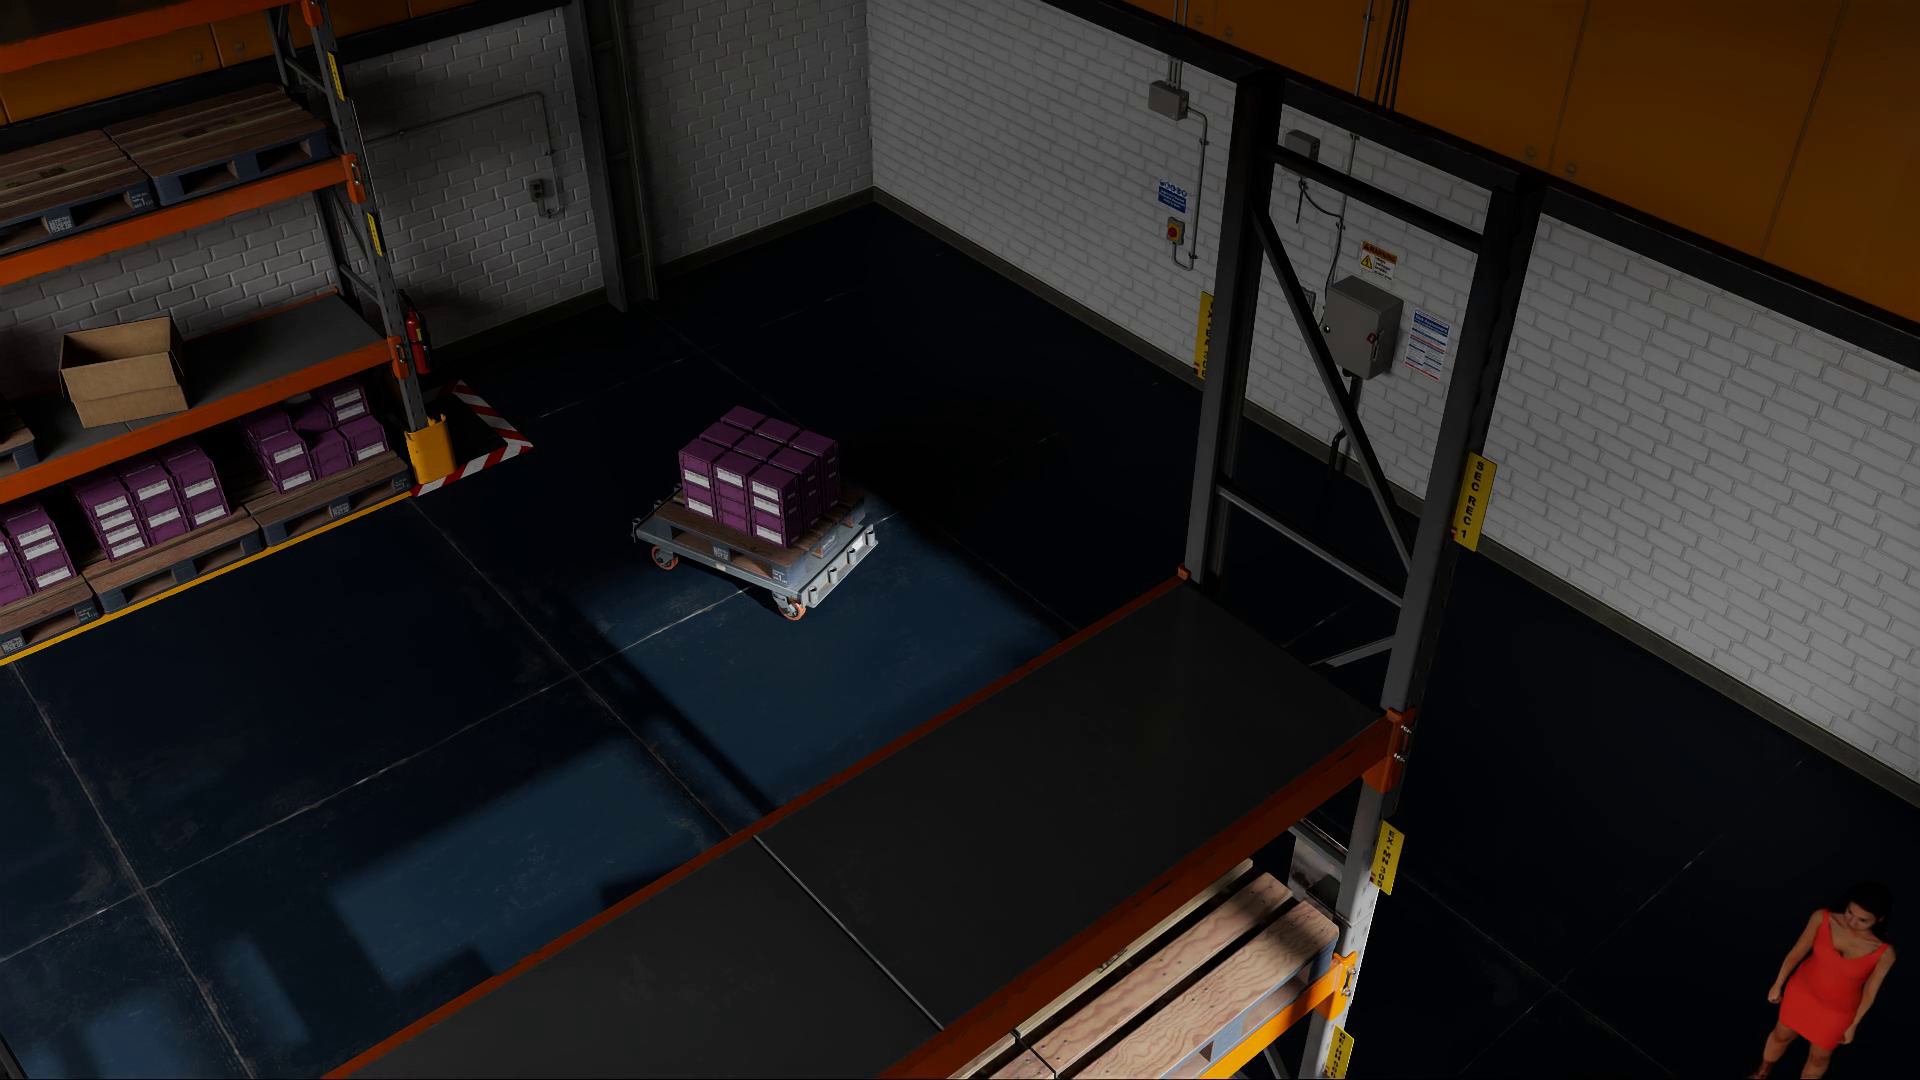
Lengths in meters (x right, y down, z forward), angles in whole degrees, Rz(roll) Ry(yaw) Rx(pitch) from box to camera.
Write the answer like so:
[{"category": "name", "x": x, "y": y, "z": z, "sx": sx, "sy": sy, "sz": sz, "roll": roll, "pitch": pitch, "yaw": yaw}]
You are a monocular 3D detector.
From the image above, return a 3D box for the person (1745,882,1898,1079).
[{"category": "person", "x": 4.419, "y": 2.344, "z": 8.515, "sx": 0.612, "sy": 1.718, "sz": 0.557, "roll": 31, "pitch": 48, "yaw": 33}]
